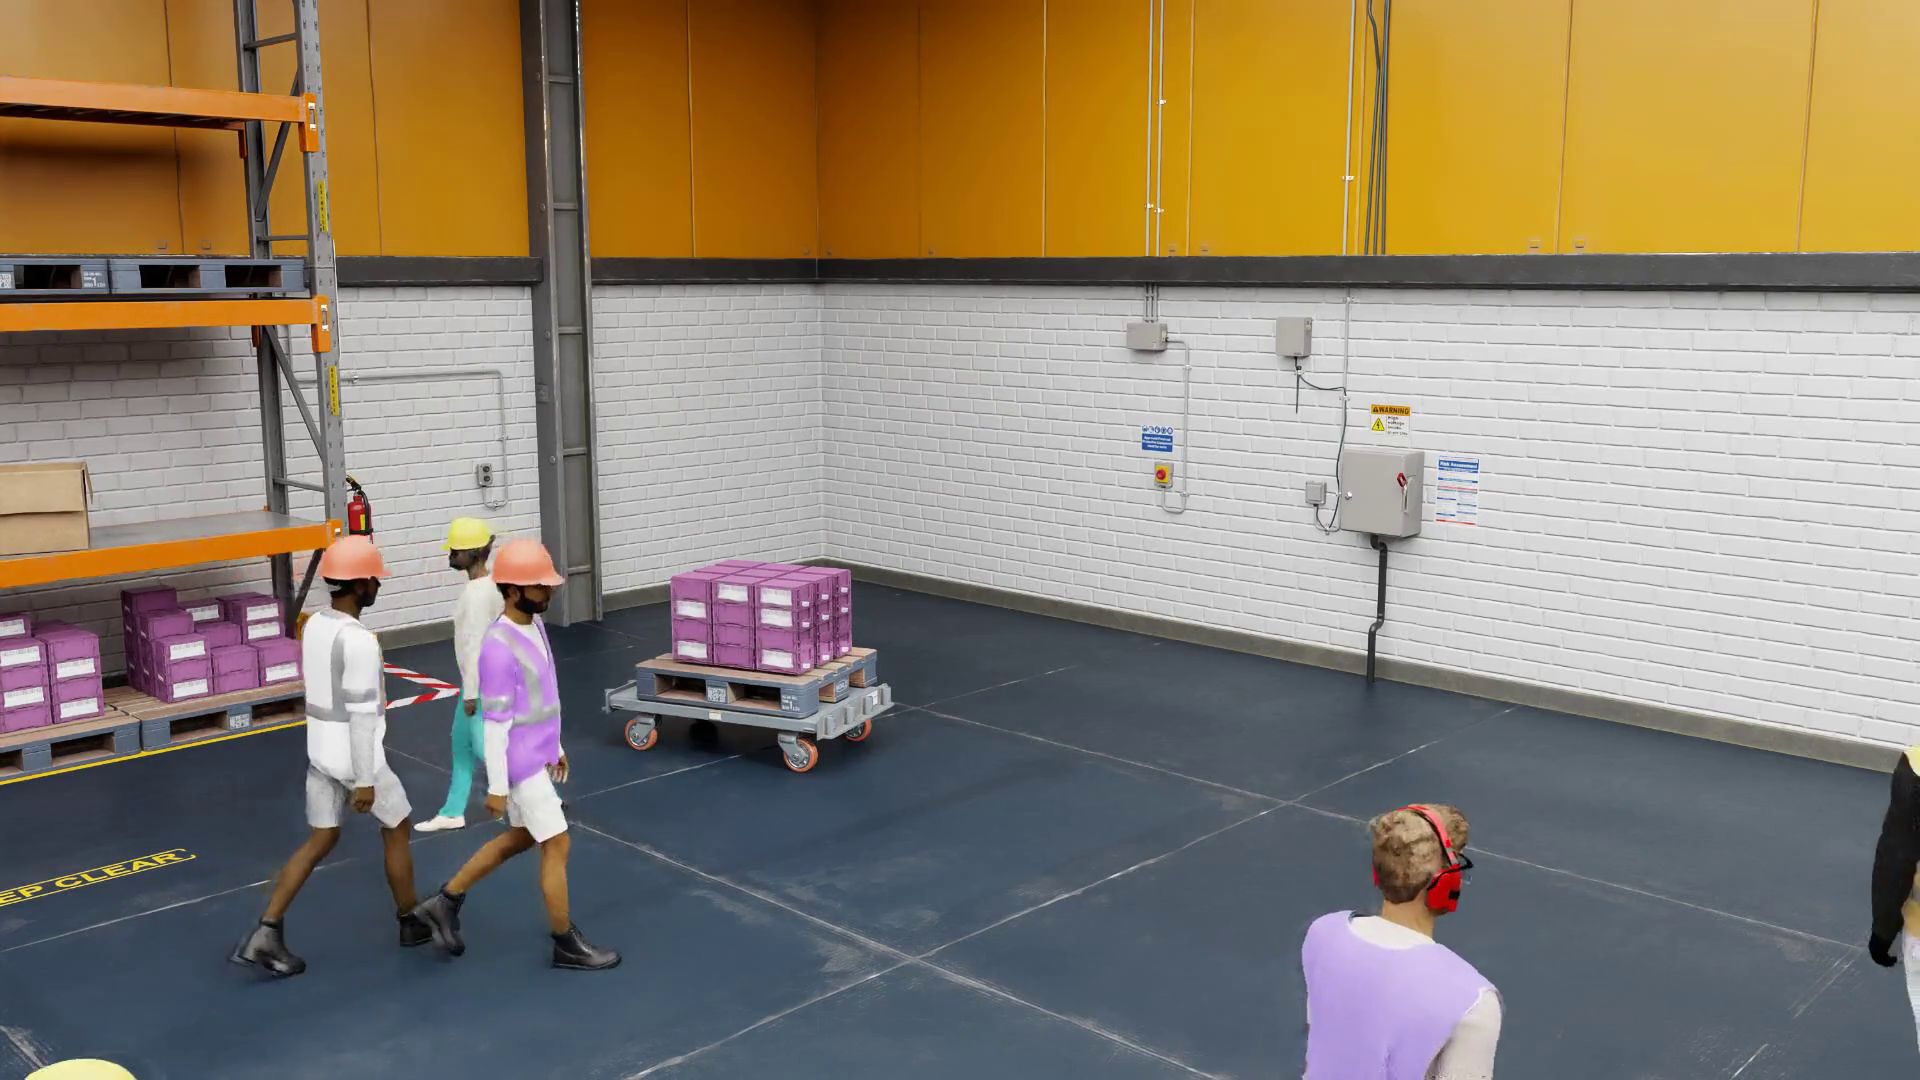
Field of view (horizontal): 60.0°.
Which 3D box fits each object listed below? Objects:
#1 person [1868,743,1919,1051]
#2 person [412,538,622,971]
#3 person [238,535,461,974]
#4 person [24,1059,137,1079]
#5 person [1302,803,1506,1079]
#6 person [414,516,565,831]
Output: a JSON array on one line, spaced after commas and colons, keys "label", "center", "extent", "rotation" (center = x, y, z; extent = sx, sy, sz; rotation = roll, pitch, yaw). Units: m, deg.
[{"label": "person", "center": [3.278, 1.246, 5.407], "extent": [0.637, 1.830, 0.451], "rotation": [0, 9, -2]}, {"label": "person", "center": [-1.952, 0.928, 7.140], "extent": [0.859, 1.915, 0.545], "rotation": [0, 9, -3]}, {"label": "person", "center": [-2.704, 0.926, 7.202], "extent": [0.557, 1.903, 0.939], "rotation": [8, 12, 41]}, {"label": "person", "center": [-1.493, 1.717, 2.795], "extent": [0.784, 1.733, 0.553], "rotation": [-7, 12, -38]}, {"label": "person", "center": [1.061, 1.500, 3.868], "extent": [0.568, 1.826, 0.606], "rotation": [-5, 11, -30]}, {"label": "person", "center": [-2.538, 0.730, 8.873], "extent": [0.775, 1.742, 0.536], "rotation": [-2, 9, -11]}]
